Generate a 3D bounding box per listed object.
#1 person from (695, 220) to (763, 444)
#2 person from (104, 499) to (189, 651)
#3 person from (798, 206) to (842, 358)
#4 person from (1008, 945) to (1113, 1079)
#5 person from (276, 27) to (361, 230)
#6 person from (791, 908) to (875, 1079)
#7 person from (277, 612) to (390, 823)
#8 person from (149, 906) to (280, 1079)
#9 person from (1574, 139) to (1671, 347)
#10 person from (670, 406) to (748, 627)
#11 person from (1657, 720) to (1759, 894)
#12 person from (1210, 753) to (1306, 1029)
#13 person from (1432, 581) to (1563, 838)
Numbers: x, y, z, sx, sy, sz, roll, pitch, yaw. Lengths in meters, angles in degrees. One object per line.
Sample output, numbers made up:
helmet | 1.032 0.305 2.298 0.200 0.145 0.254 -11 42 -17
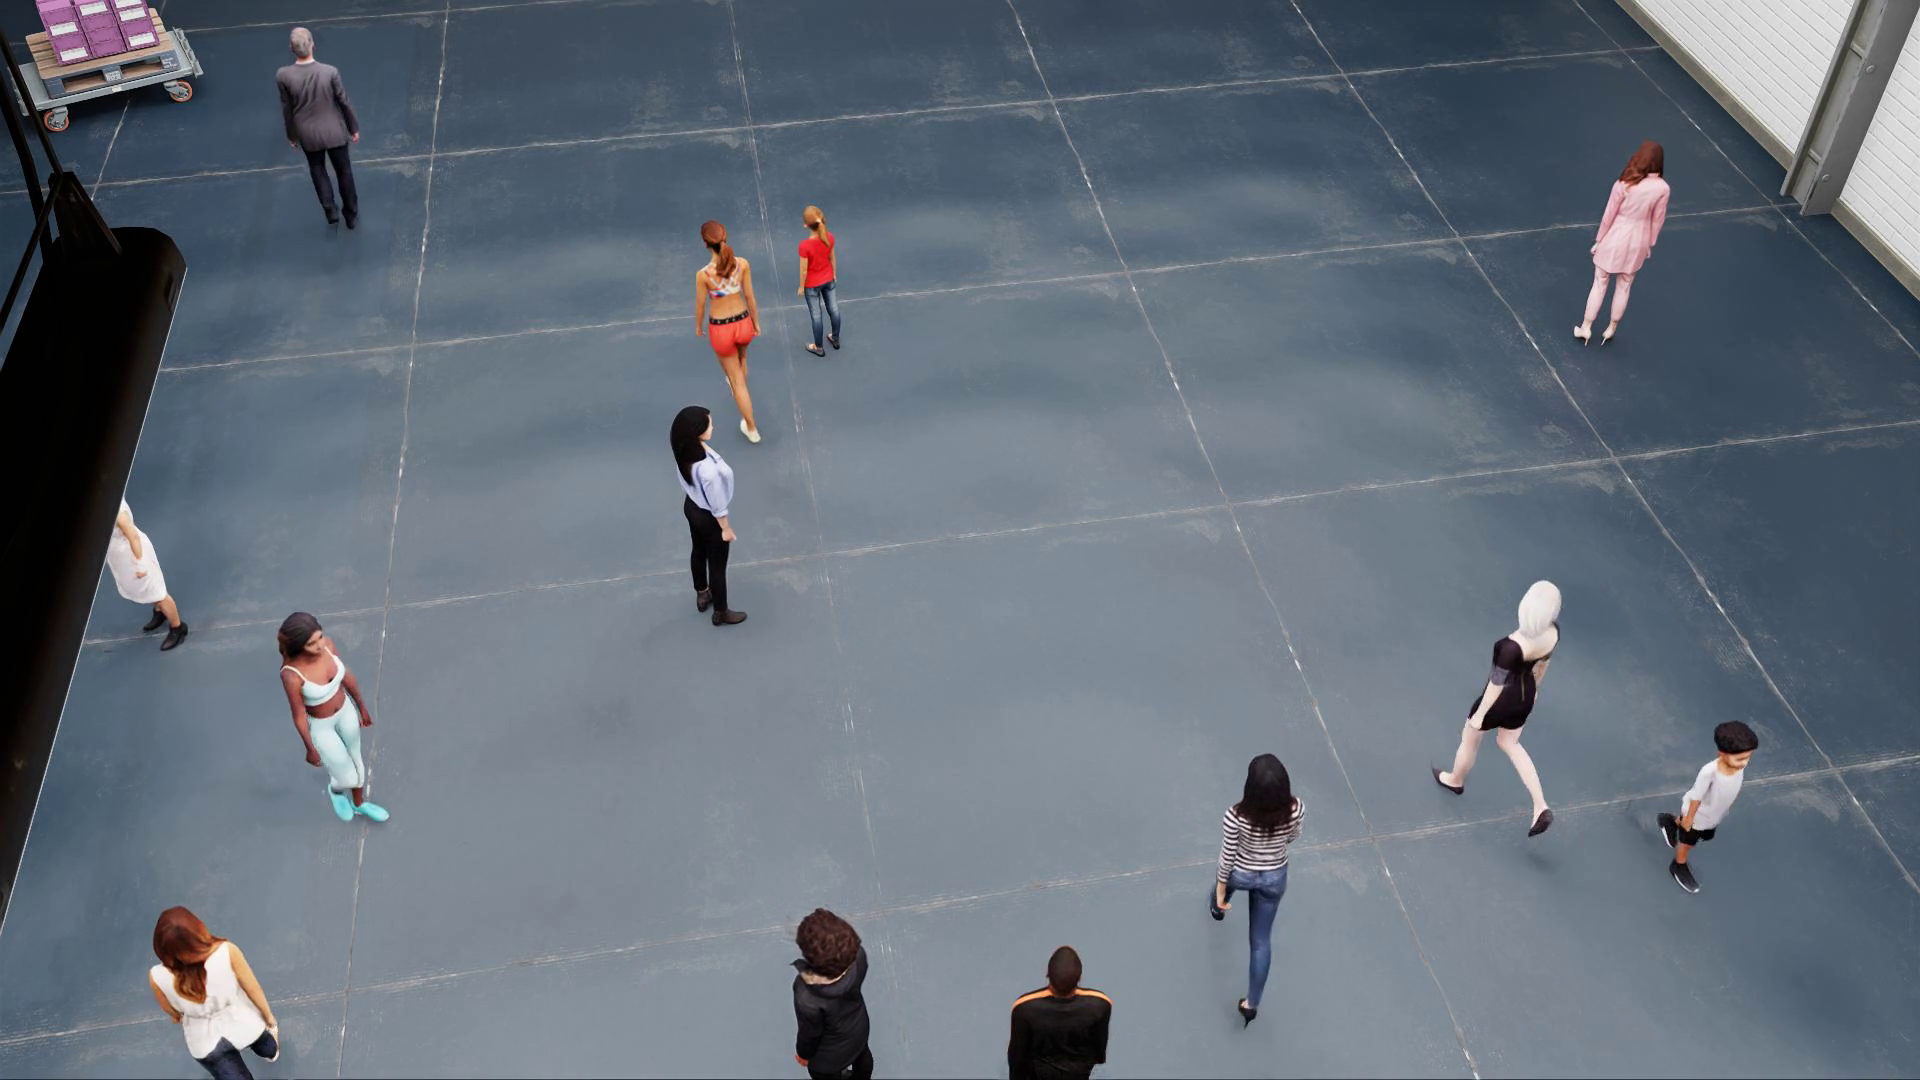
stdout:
person | -1.630 -1.456 12.068 0.806 1.760 1.085 -20 47 -20
person | -5.301 0.071 10.614 0.704 1.555 0.613 -33 53 -30
person | -1.093 -2.020 12.988 0.566 1.307 0.602 -26 49 -25
person | 0.464 2.530 7.859 0.720 1.794 0.802 2 44 2
person | -5.405 -3.424 14.082 0.759 1.831 0.669 -9 44 -10
person | -0.605 2.351 8.057 0.798 1.780 0.737 25 49 24
person | -3.653 1.026 9.496 0.786 1.714 0.717 19 47 19
person | -3.510 2.436 7.995 0.829 1.742 1.162 -20 47 -19
person | 5.148 -2.284 12.906 0.670 1.802 0.626 6 44 6
person | -1.638 -0.151 10.708 0.788 1.746 0.652 -27 50 -25
person | 4.183 1.442 9.395 0.571 1.251 0.725 -16 46 -16
person | 1.538 1.839 8.623 0.682 1.740 1.144 -2 44 -2
person | 3.192 0.994 9.460 0.895 1.811 1.142 -27 50 -25
